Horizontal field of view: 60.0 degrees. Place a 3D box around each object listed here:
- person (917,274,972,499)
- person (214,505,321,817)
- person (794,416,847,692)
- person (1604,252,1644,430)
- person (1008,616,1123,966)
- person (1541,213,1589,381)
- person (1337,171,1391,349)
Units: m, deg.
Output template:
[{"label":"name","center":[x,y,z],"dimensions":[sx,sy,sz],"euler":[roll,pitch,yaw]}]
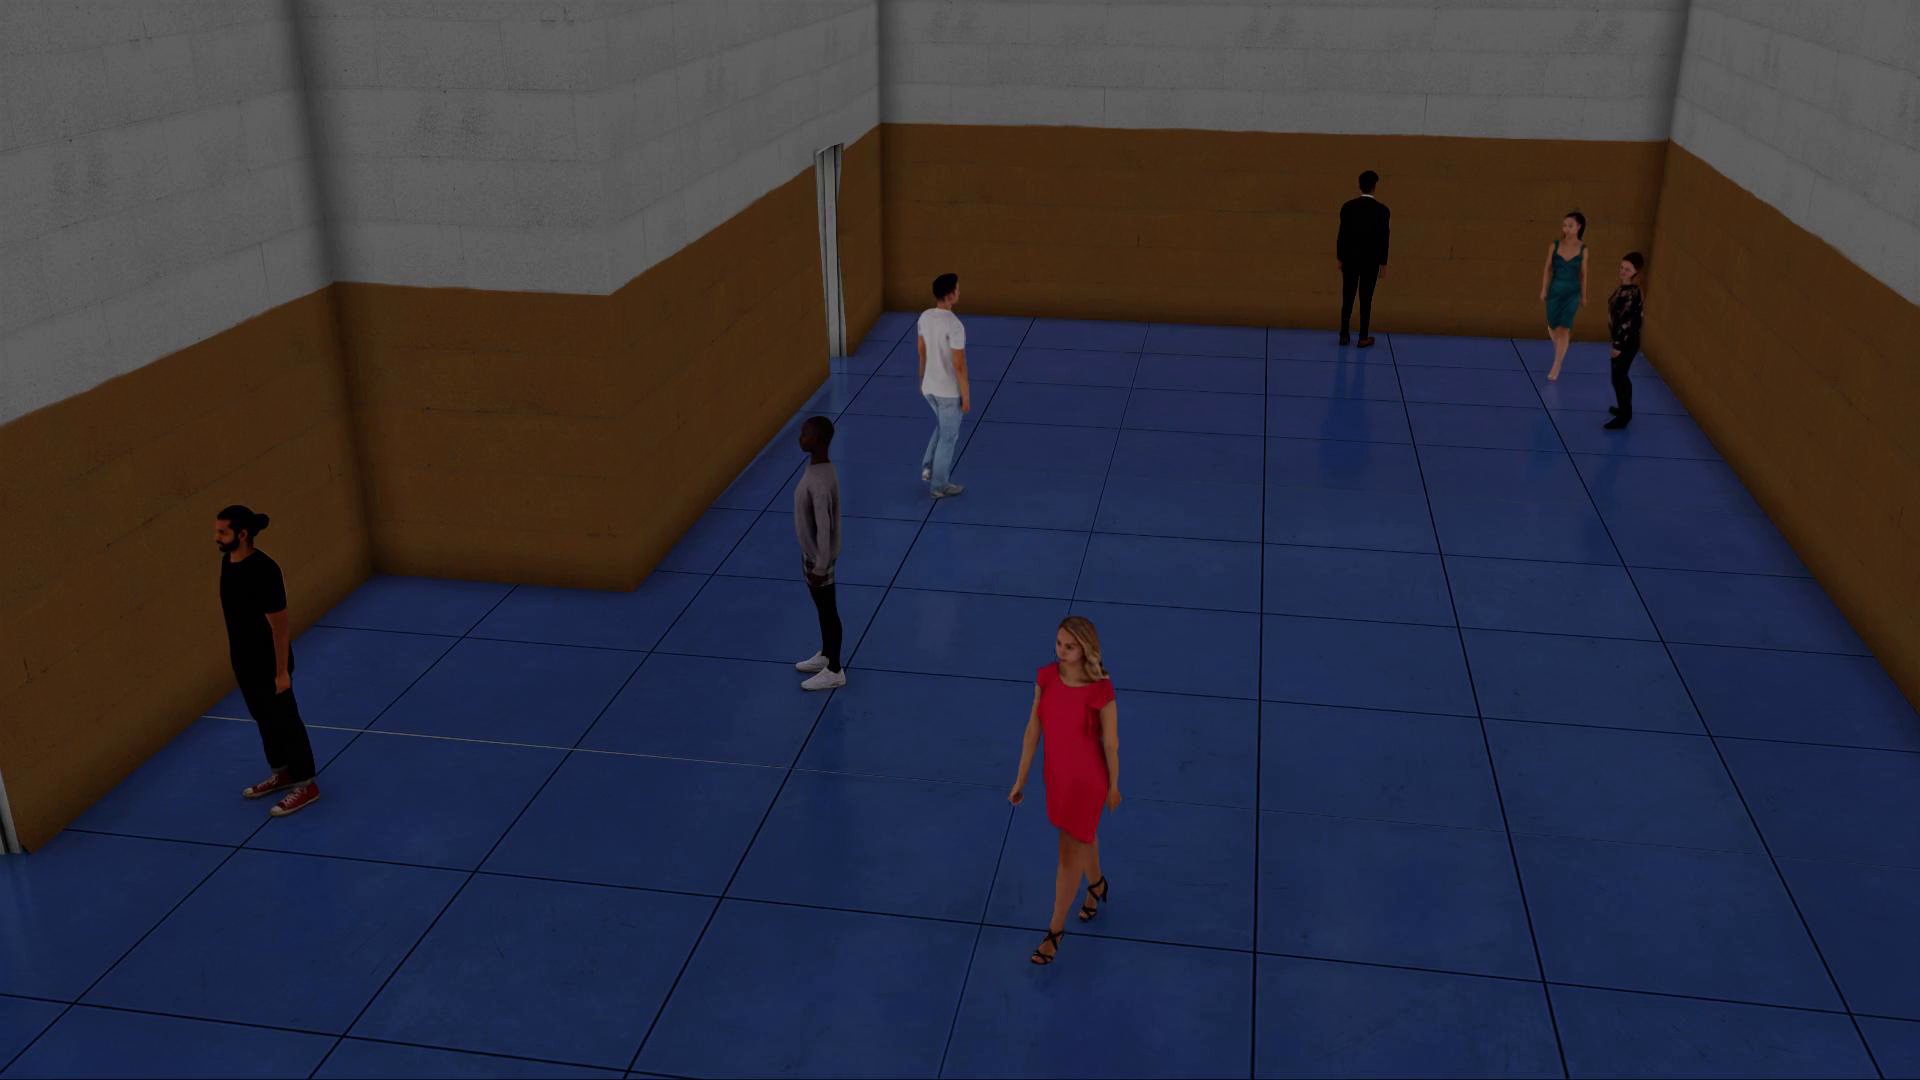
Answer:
[{"label":"person","center":[-0.202,-1.219,13.461],"dimensions":[0.860,1.848,0.794],"euler":[-16,27,-35]},{"label":"person","center":[-3.754,0.634,8.971],"dimensions":[0.654,1.757,0.767],"euler":[18,28,37]},{"label":"person","center":[-0.852,0.072,10.349],"dimensions":[0.644,1.771,0.677],"euler":[-3,22,-8]},{"label":"person","center":[6.125,-1.819,15.220],"dimensions":[0.632,1.649,0.768],"euler":[11,24,26]},{"label":"person","center":[0.607,1.100,7.885],"dimensions":[0.954,1.701,0.925],"euler":[19,29,39]},{"label":"person","center":[6.133,-2.479,16.852],"dimensions":[1.041,1.658,0.909],"euler":[12,25,27]},{"label":"person","center":[4.313,-3.028,17.918],"dimensions":[0.612,1.881,0.823],"euler":[11,24,26]}]
